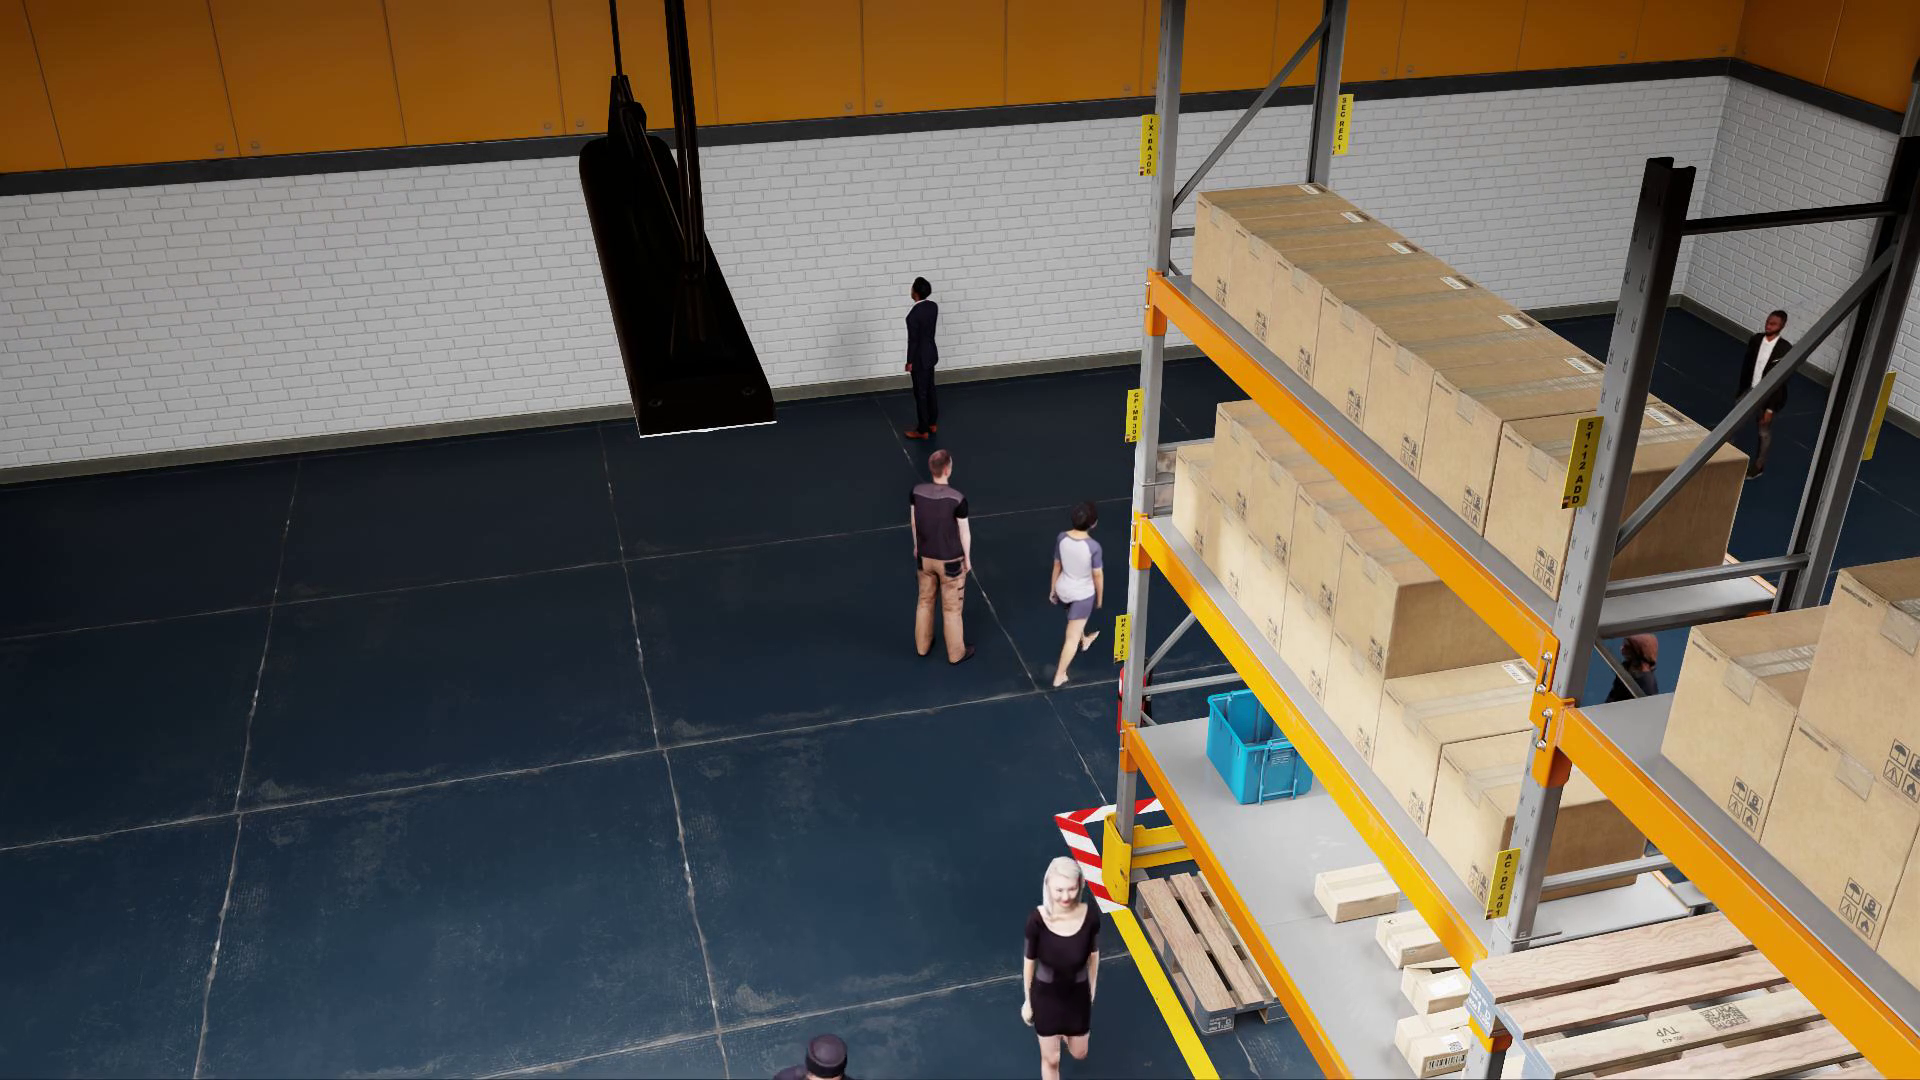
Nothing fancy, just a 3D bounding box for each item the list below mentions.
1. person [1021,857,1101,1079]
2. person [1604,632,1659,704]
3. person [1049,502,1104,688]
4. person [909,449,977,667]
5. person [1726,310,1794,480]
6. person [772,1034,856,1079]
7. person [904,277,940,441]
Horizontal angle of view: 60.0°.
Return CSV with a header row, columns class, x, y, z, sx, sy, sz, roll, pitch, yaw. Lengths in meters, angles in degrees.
class,x,y,z,sx,sy,sz,roll,pitch,yaw
person,0.526,2.440,9.050,0.634,1.815,0.915,-4,29,-8
person,4.474,1.352,11.172,0.844,1.692,0.843,2,29,5
person,0.882,0.449,13.014,1.022,1.514,1.033,18,33,29
person,-0.164,0.122,13.272,0.767,1.841,0.822,15,32,25
person,7.803,-1.383,16.110,0.962,1.765,1.084,-18,33,-29
person,-0.655,3.016,8.183,1.042,1.634,1.190,10,30,18
person,-0.378,-1.862,17.028,0.758,1.727,0.699,16,32,27
